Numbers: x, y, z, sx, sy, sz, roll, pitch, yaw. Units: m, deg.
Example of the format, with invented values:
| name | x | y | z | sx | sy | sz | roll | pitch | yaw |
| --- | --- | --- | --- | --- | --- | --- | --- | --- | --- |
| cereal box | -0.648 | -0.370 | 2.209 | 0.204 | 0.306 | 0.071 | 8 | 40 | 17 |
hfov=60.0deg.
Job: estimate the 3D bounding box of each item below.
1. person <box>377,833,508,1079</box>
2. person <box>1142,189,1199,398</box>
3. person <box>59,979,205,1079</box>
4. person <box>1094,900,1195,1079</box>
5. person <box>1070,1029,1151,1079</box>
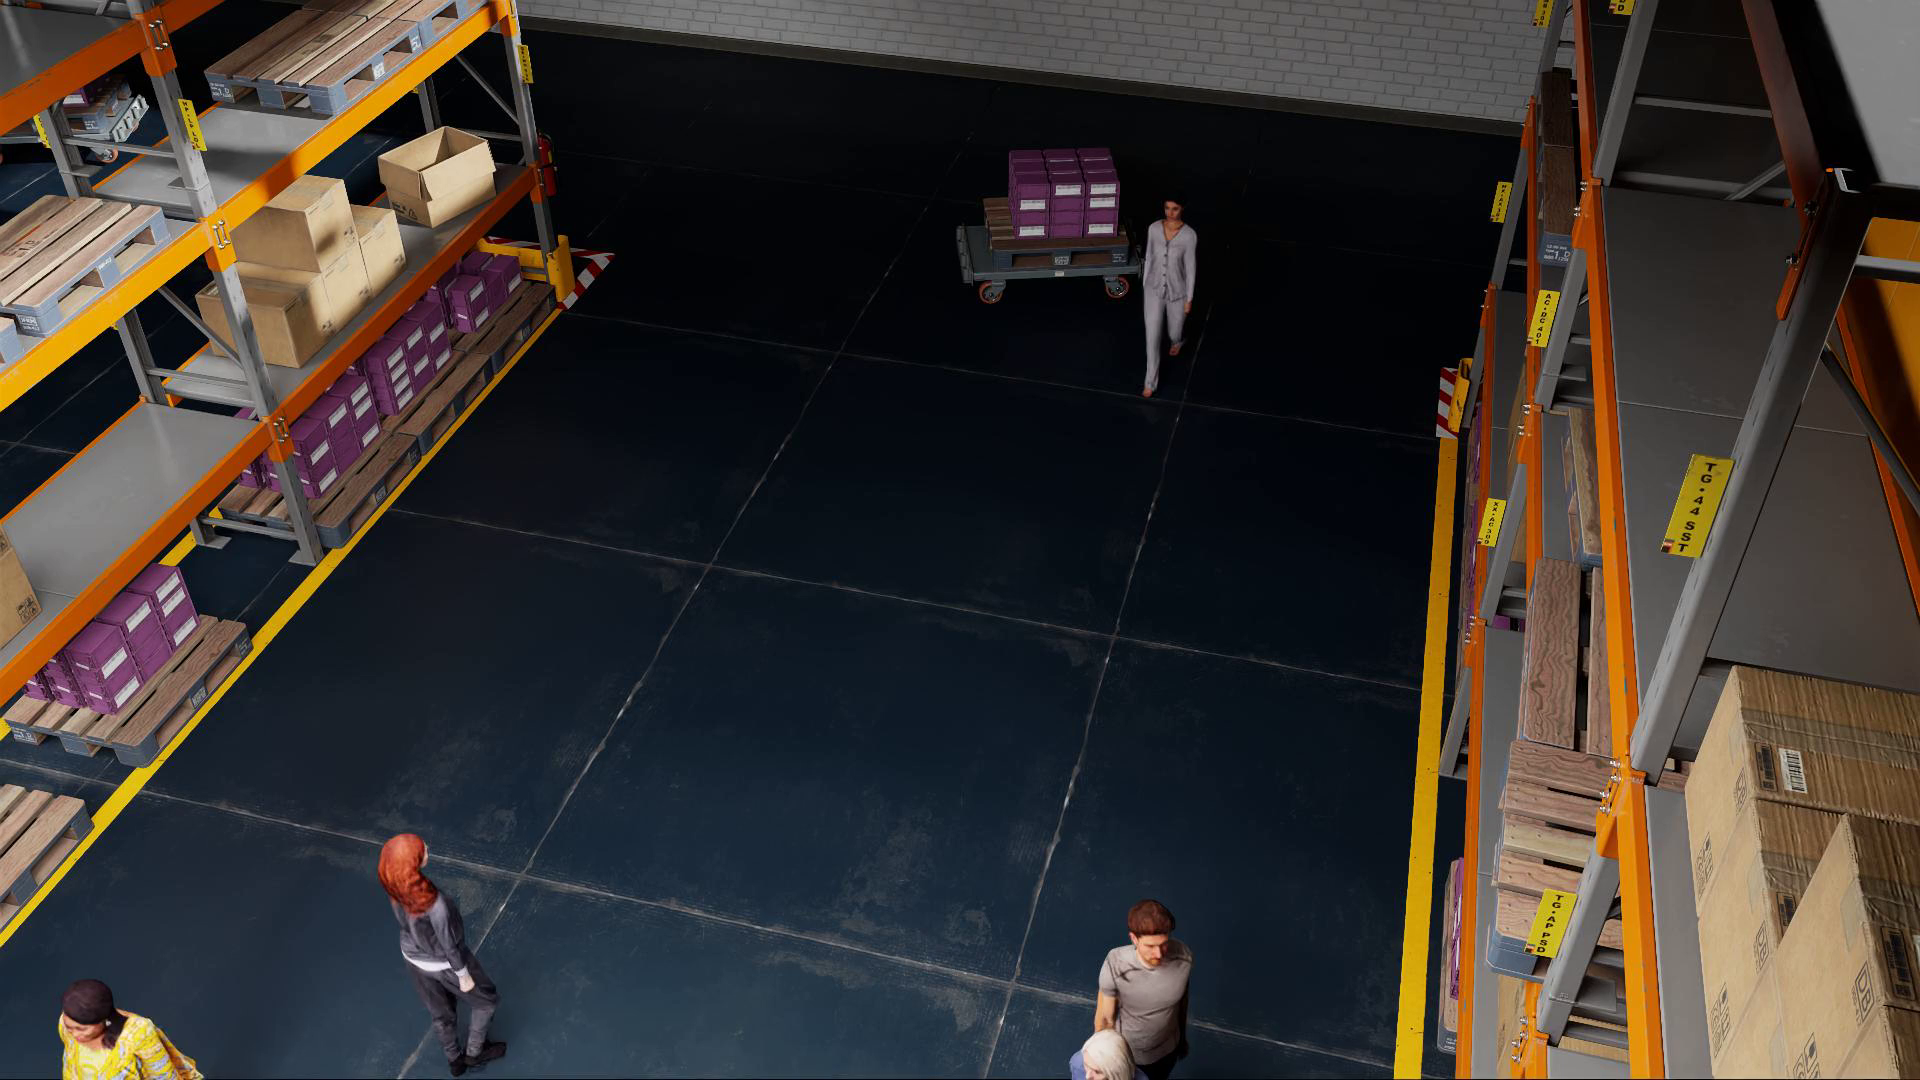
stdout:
| name | x | y | z | sx | sy | sz | roll | pitch | yaw |
| --- | --- | --- | --- | --- | --- | --- | --- | --- | --- |
| person | -2.651 | 2.144 | 8.269 | 0.675 | 1.772 | 0.664 | 22 | 44 | 25 |
| person | 1.722 | -2.060 | 13.551 | 0.665 | 1.748 | 1.014 | 14 | 41 | 17 |
| person | -3.829 | 2.569 | 7.859 | 0.810 | 1.620 | 1.064 | 3 | 39 | 4 |
| person | 0.846 | 2.362 | 7.895 | 0.740 | 1.897 | 0.755 | -12 | 40 | -15 |
| person | 0.748 | 2.703 | 7.629 | 0.932 | 1.697 | 1.234 | 18 | 42 | 21 |
